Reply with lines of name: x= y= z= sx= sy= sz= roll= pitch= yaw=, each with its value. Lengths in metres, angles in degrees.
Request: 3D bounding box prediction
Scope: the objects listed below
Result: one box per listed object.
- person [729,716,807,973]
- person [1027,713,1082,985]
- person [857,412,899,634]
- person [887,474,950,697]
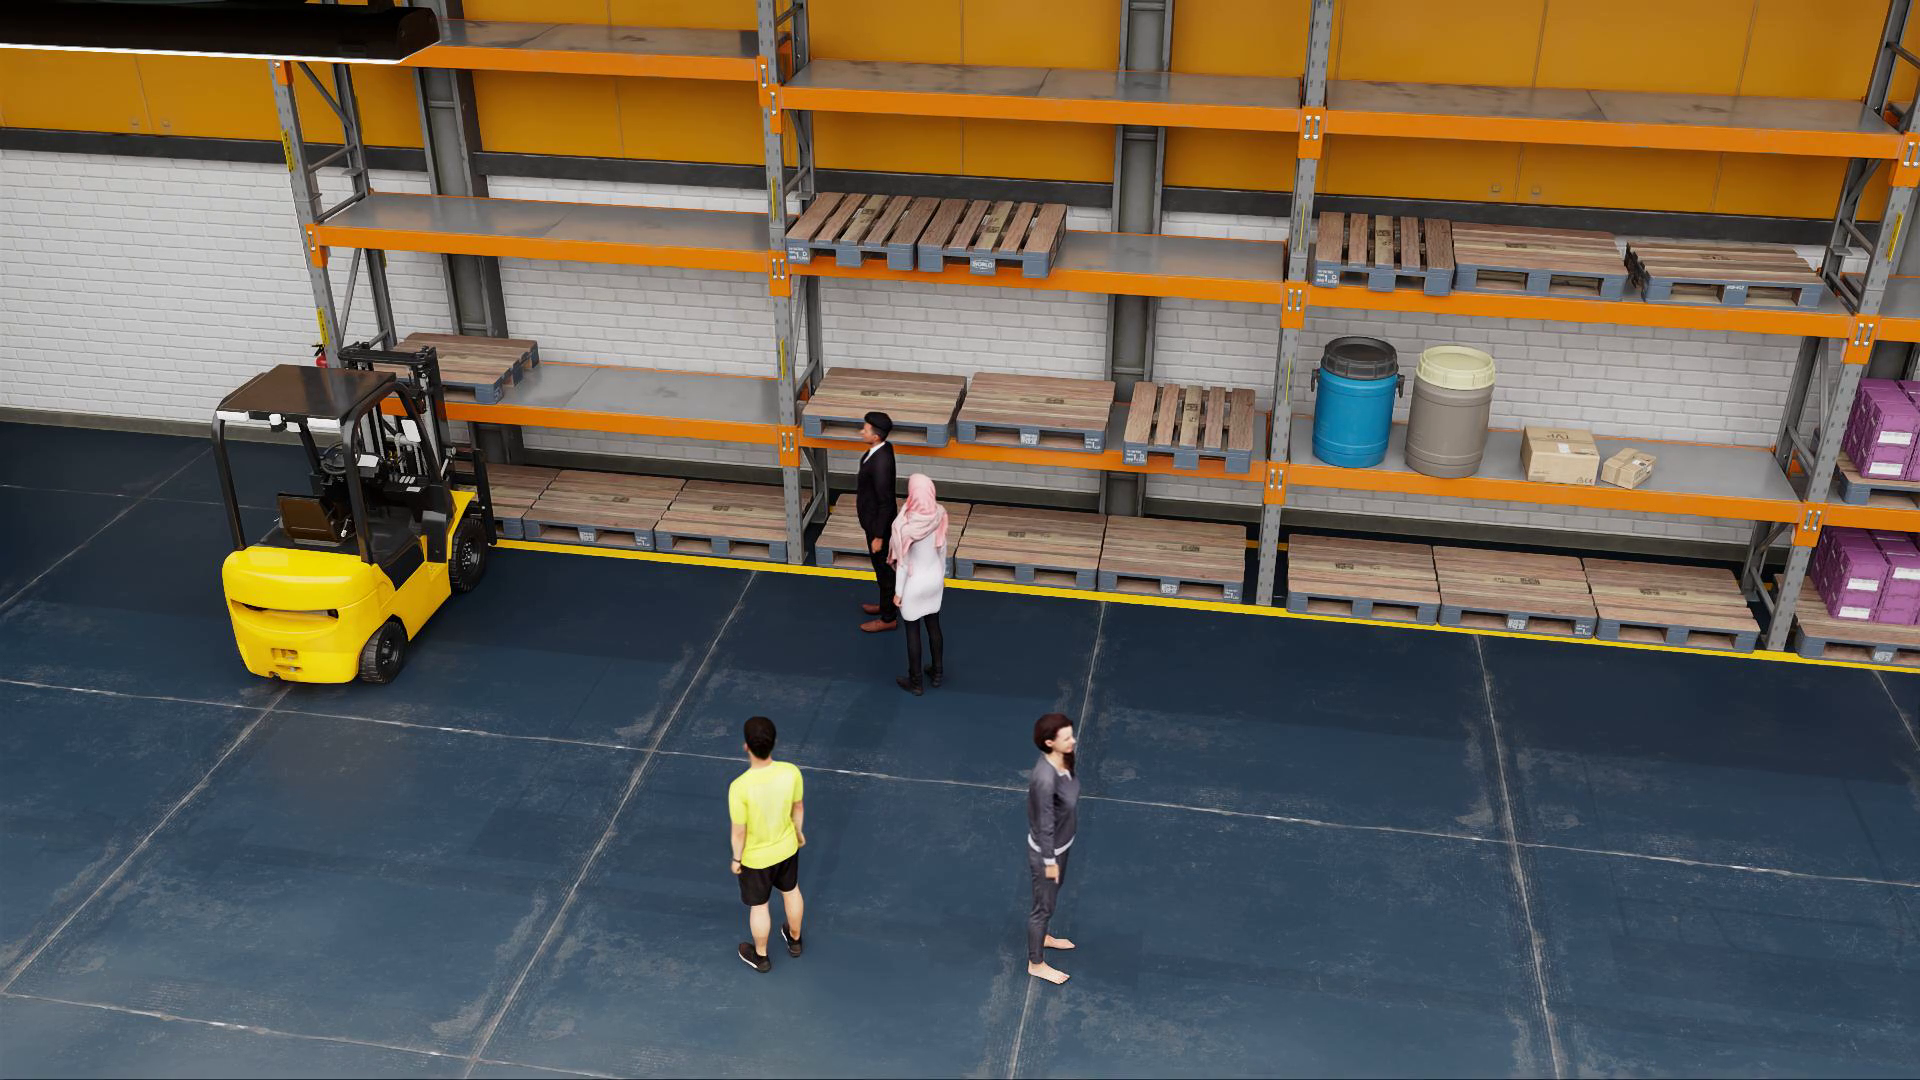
person: x=-1.118 y=1.775 z=9.727 sx=0.688 sy=1.709 sz=0.755 roll=-17 pitch=33 yaw=-29
person: x=0.521 y=1.761 z=9.692 sx=0.524 sy=1.767 sz=0.612 roll=6 pitch=29 yaw=11
person: x=-0.616 y=-0.158 z=13.087 sx=0.621 sy=1.884 sz=0.737 roll=-1 pitch=29 yaw=-1
person: x=-0.286 y=0.323 z=12.288 sx=0.734 sy=1.804 sz=0.792 roll=-19 pitch=34 yaw=-31
